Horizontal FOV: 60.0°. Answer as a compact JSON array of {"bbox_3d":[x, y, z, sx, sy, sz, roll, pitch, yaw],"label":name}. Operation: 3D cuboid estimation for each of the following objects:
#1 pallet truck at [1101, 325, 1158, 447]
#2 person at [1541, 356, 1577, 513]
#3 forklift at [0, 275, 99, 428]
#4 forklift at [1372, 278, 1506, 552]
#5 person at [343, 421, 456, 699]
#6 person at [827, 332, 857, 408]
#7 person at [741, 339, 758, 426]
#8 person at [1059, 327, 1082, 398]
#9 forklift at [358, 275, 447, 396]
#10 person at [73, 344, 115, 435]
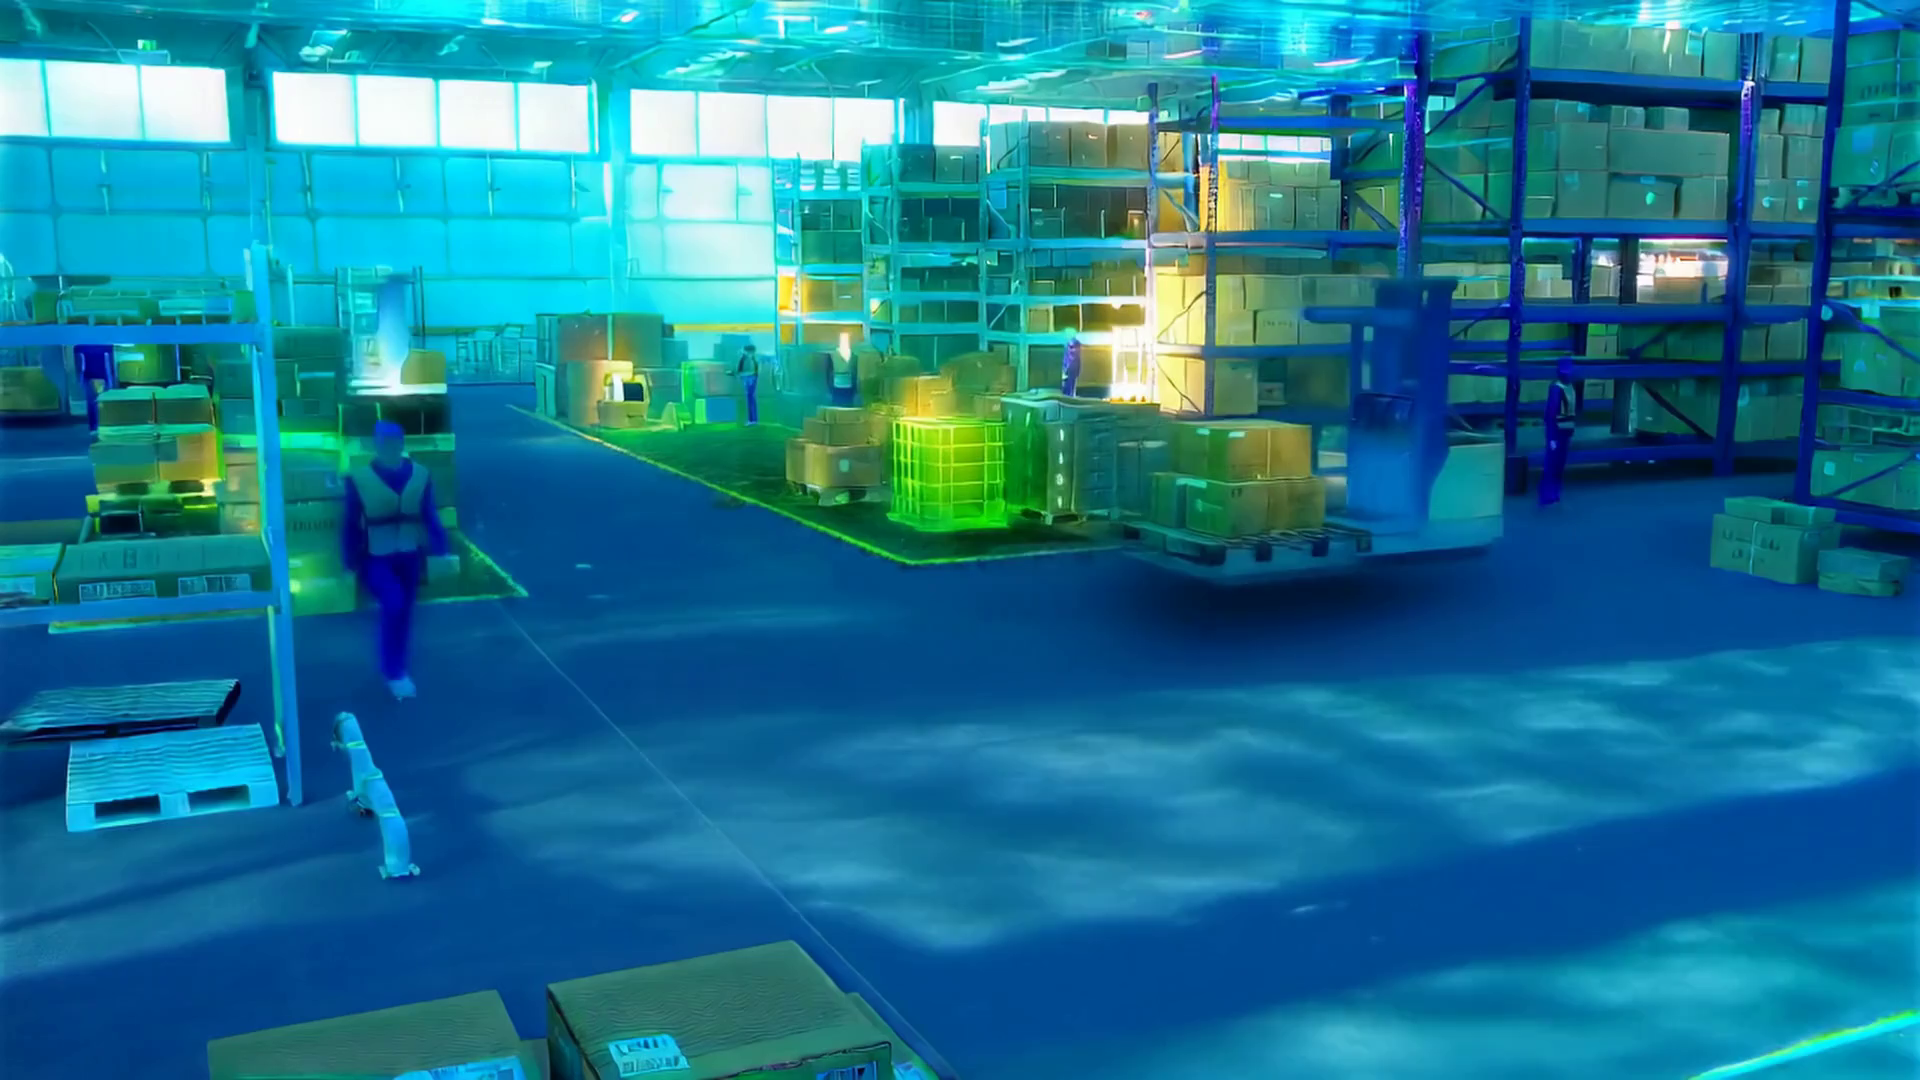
[{"bbox_3d":[2.881,-2.596,27.923,0.823,1.965,1.885,-1,9,-7],"label":"pallet truck"},{"bbox_3d":[7.230,-1.269,20.040,0.337,1.882,0.583,7,11,37],"label":"person"},{"bbox_3d":[-17.011,-3.559,31.168,1.873,2.768,1.129,-4,10,-25],"label":"forklift"},{"bbox_3d":[4.769,-1.374,17.612,1.873,2.768,1.129,-4,10,-25],"label":"forklift"},{"bbox_3d":[-3.817,0.133,11.356,0.841,1.884,0.617,8,12,42],"label":"person"},{"bbox_3d":[-2.012,-2.546,27.946,0.594,1.896,0.842,-6,11,-32],"label":"person"},{"bbox_3d":[-3.960,-2.950,31.255,0.312,1.631,0.514,-1,9,-4],"label":"person"},{"bbox_3d":[2.121,-3.197,32.139,0.429,1.844,0.625,4,10,24],"label":"person"},{"bbox_3d":[-12.971,-4.739,38.488,1.873,2.768,1.129,-4,10,-25],"label":"forklift"},{"bbox_3d":[-15.376,-2.834,29.582,0.629,1.940,0.378,-5,11,-30],"label":"person"}]
